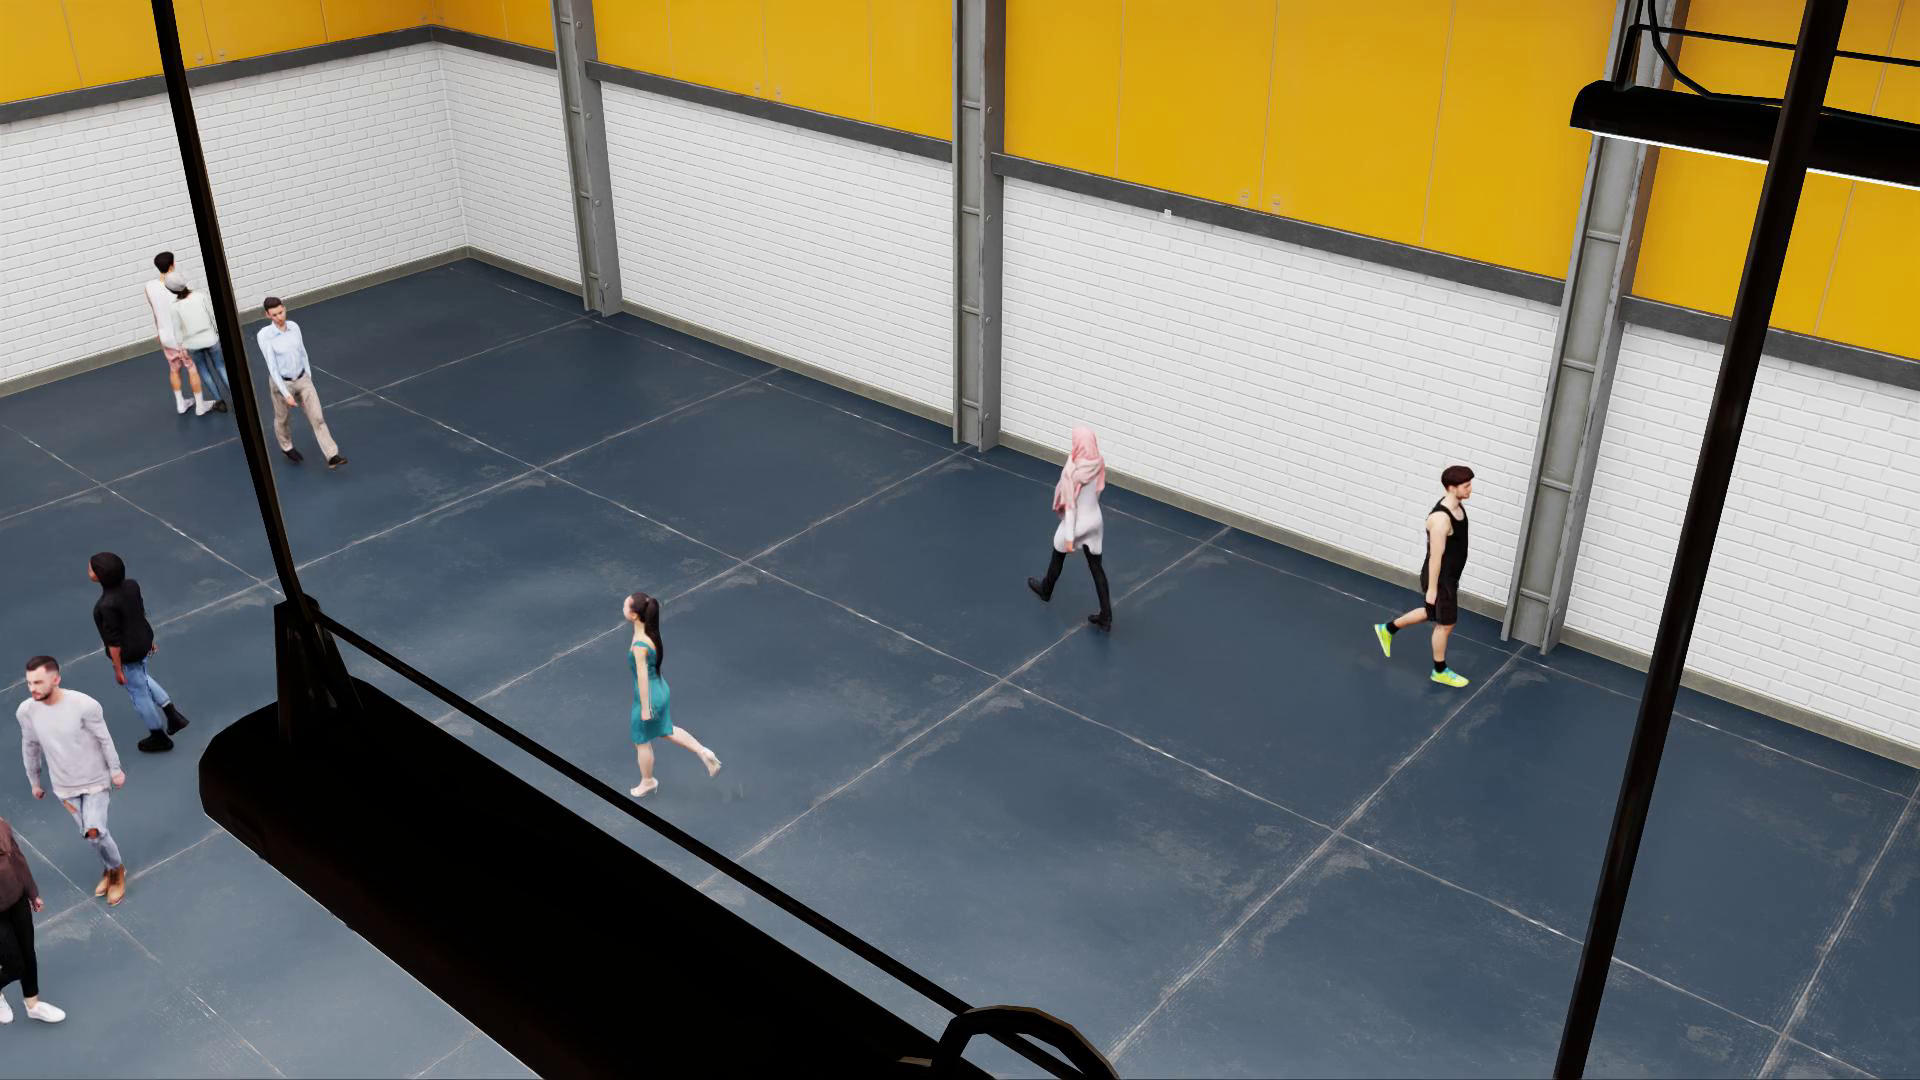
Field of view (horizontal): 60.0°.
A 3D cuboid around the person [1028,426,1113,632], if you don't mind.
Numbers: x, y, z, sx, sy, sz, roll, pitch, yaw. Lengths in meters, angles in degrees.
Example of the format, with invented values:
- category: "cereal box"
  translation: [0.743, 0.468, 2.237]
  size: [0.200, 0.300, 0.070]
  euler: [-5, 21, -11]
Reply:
- category: "person"
  translation: [1.068, -0.054, 13.697]
  size: [0.789, 1.747, 1.208]
  euler: [-22, 36, -35]

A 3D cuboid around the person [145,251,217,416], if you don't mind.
- category: "person"
  translation: [-8.250, -2.149, 17.499]
  size: [0.738, 1.783, 0.838]
  euler: [4, 29, 8]

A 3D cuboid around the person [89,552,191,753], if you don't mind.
- category: "person"
  translation: [-5.948, 0.835, 12.135]
  size: [0.807, 1.683, 0.748]
  euler: [2, 29, 4]

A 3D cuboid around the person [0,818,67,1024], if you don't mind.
- category: "person"
  translation: [-5.664, 2.151, 9.711]
  size: [0.807, 1.693, 0.744]
  euler: [7, 29, 12]

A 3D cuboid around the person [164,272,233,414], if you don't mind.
- category: "person"
  translation: [-7.967, -2.076, 17.540]
  size: [0.731, 1.616, 0.661]
  euler: [-14, 31, -23]

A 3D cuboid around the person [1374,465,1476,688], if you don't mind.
- category: "person"
  translation: [3.686, 0.262, 12.984]
  size: [1.106, 1.874, 0.821]
  euler: [14, 32, 25]

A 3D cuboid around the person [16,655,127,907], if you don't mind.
- category: "person"
  translation: [-5.672, 1.490, 10.785]
  size: [0.800, 1.824, 0.883]
  euler: [1, 29, 1]

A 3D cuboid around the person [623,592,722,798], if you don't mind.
- category: "person"
  translation: [-2.079, 1.116, 11.632]
  size: [0.979, 1.671, 0.858]
  euler: [2, 29, 3]

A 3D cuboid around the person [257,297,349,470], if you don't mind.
- category: "person"
  translation: [-6.649, -1.529, 16.361]
  size: [1.234, 1.785, 0.673]
  euler: [19, 34, 31]
